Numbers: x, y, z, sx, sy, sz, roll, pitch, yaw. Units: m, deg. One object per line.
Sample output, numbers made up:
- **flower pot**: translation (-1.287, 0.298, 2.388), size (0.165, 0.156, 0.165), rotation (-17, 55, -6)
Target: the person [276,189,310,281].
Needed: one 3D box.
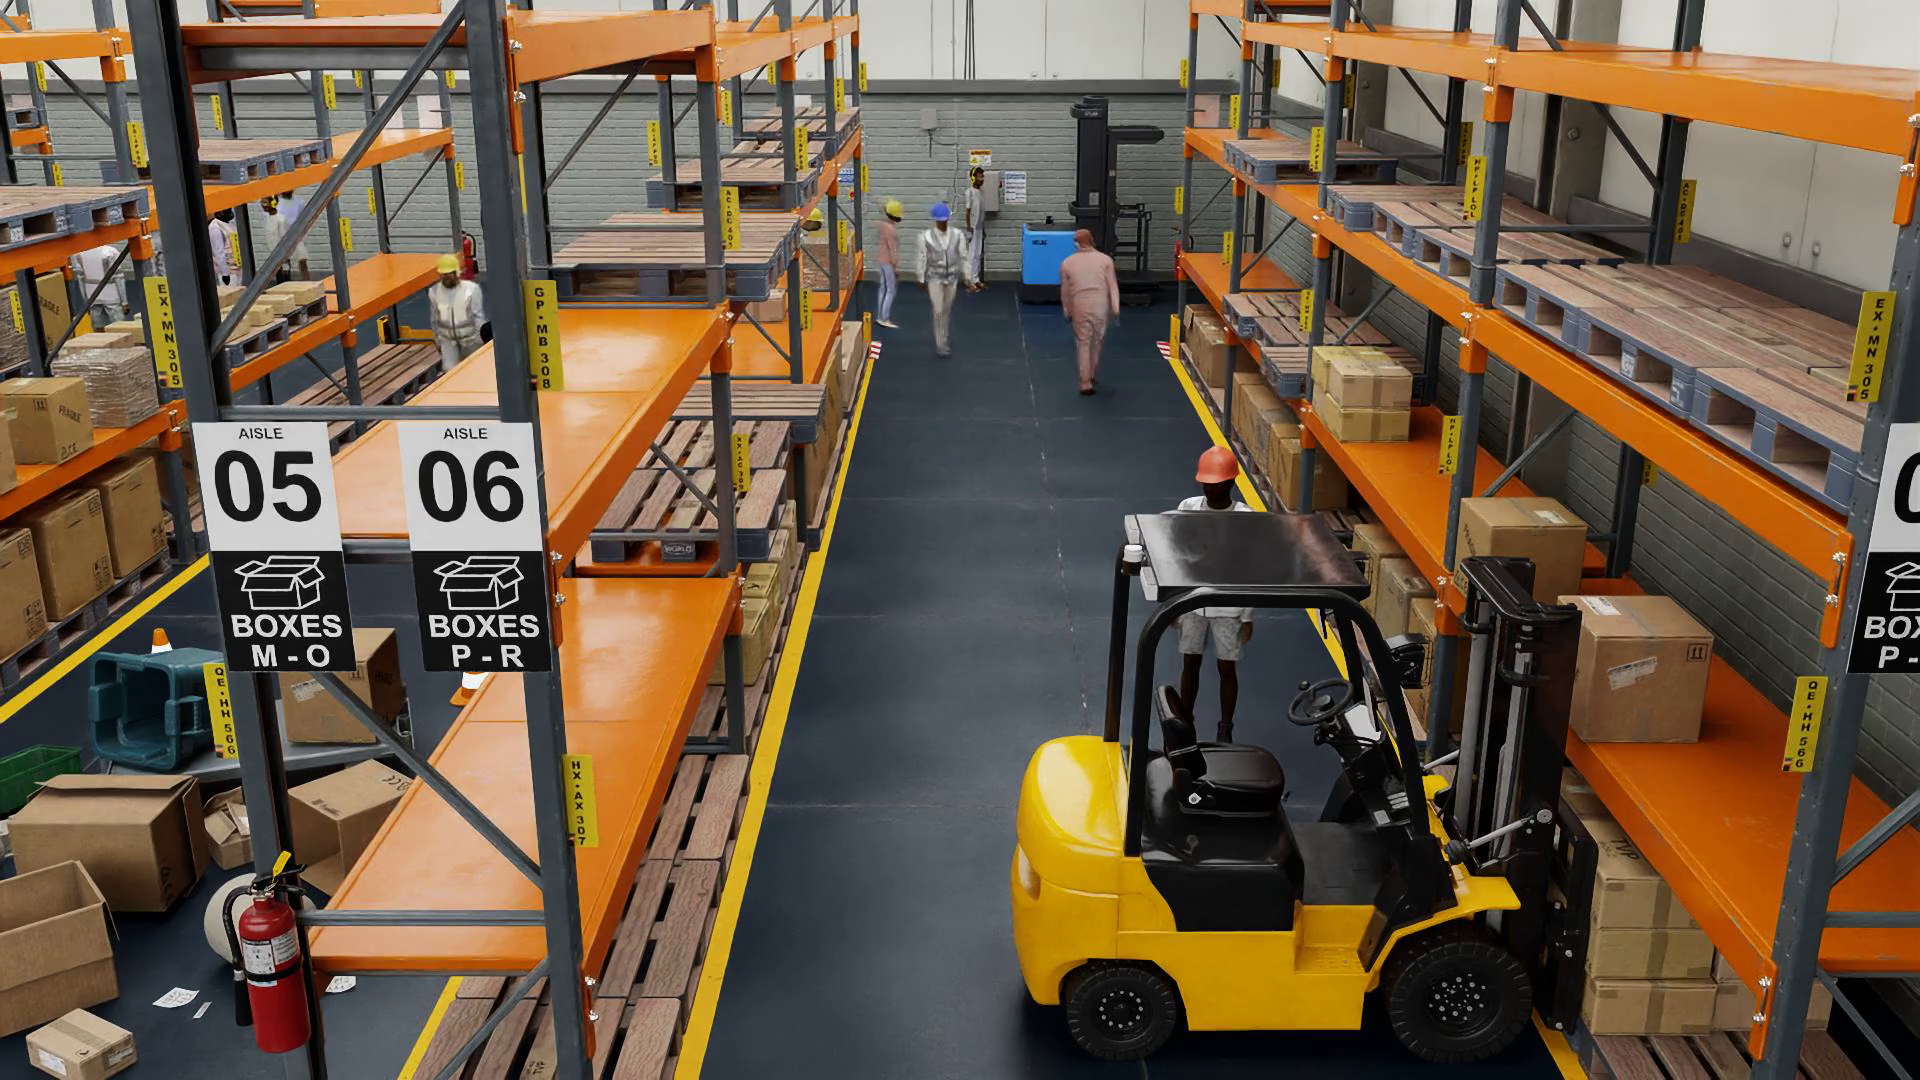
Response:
- **person**: translation (-9.811, -4.410, 24.386), size (0.547, 1.889, 1.001), rotation (-14, 23, -37)

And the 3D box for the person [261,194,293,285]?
- **person**: translation (-9.249, -3.812, 22.626), size (0.508, 1.862, 0.324), rotation (17, 25, 42)

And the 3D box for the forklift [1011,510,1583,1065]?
- **forklift**: translation (1.387, 1.055, 7.378), size (2.313, 2.155, 1.214), rotation (0, 18, 0)

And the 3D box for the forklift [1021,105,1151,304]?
- **forklift**: translation (1.857, -4.944, 24.441), size (1.873, 2.768, 1.129), rotation (0, 18, 0)

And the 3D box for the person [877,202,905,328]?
- **person**: translation (-0.960, -3.769, 22.710), size (0.322, 1.723, 0.710), rotation (-5, 19, -15)

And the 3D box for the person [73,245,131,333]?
- **person**: translation (-10.059, -2.841, 19.583), size (0.547, 1.929, 0.386), rotation (1, 18, 4)

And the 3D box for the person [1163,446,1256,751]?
- **person**: translation (1.486, 0.381, 9.815), size (0.543, 1.940, 0.361), rotation (9, 20, 25)

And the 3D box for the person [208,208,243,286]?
- **person**: translation (-9.548, -3.526, 21.786), size (0.429, 1.843, 0.624), rotation (-3, 18, -8)

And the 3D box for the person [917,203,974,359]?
- **person**: translation (-0.166, -3.242, 20.824), size (0.624, 1.906, 0.861), rotation (-7, 20, -20)

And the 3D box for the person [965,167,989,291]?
- **person**: translation (0.256, -4.763, 25.477), size (0.312, 1.869, 0.536), rotation (9, 20, 26)

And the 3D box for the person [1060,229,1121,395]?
- **person**: translation (1.488, -2.617, 19.055), size (0.704, 1.836, 0.989), rotation (1, 18, 2)

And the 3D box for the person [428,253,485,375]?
- **person**: translation (-5.349, -2.180, 17.786), size (0.591, 1.799, 0.860), rotation (-2, 18, -5)

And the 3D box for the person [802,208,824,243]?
- **person**: translation (-1.915, -3.472, 21.796), size (0.324, 1.730, 0.490), rotation (0, 18, 1)
